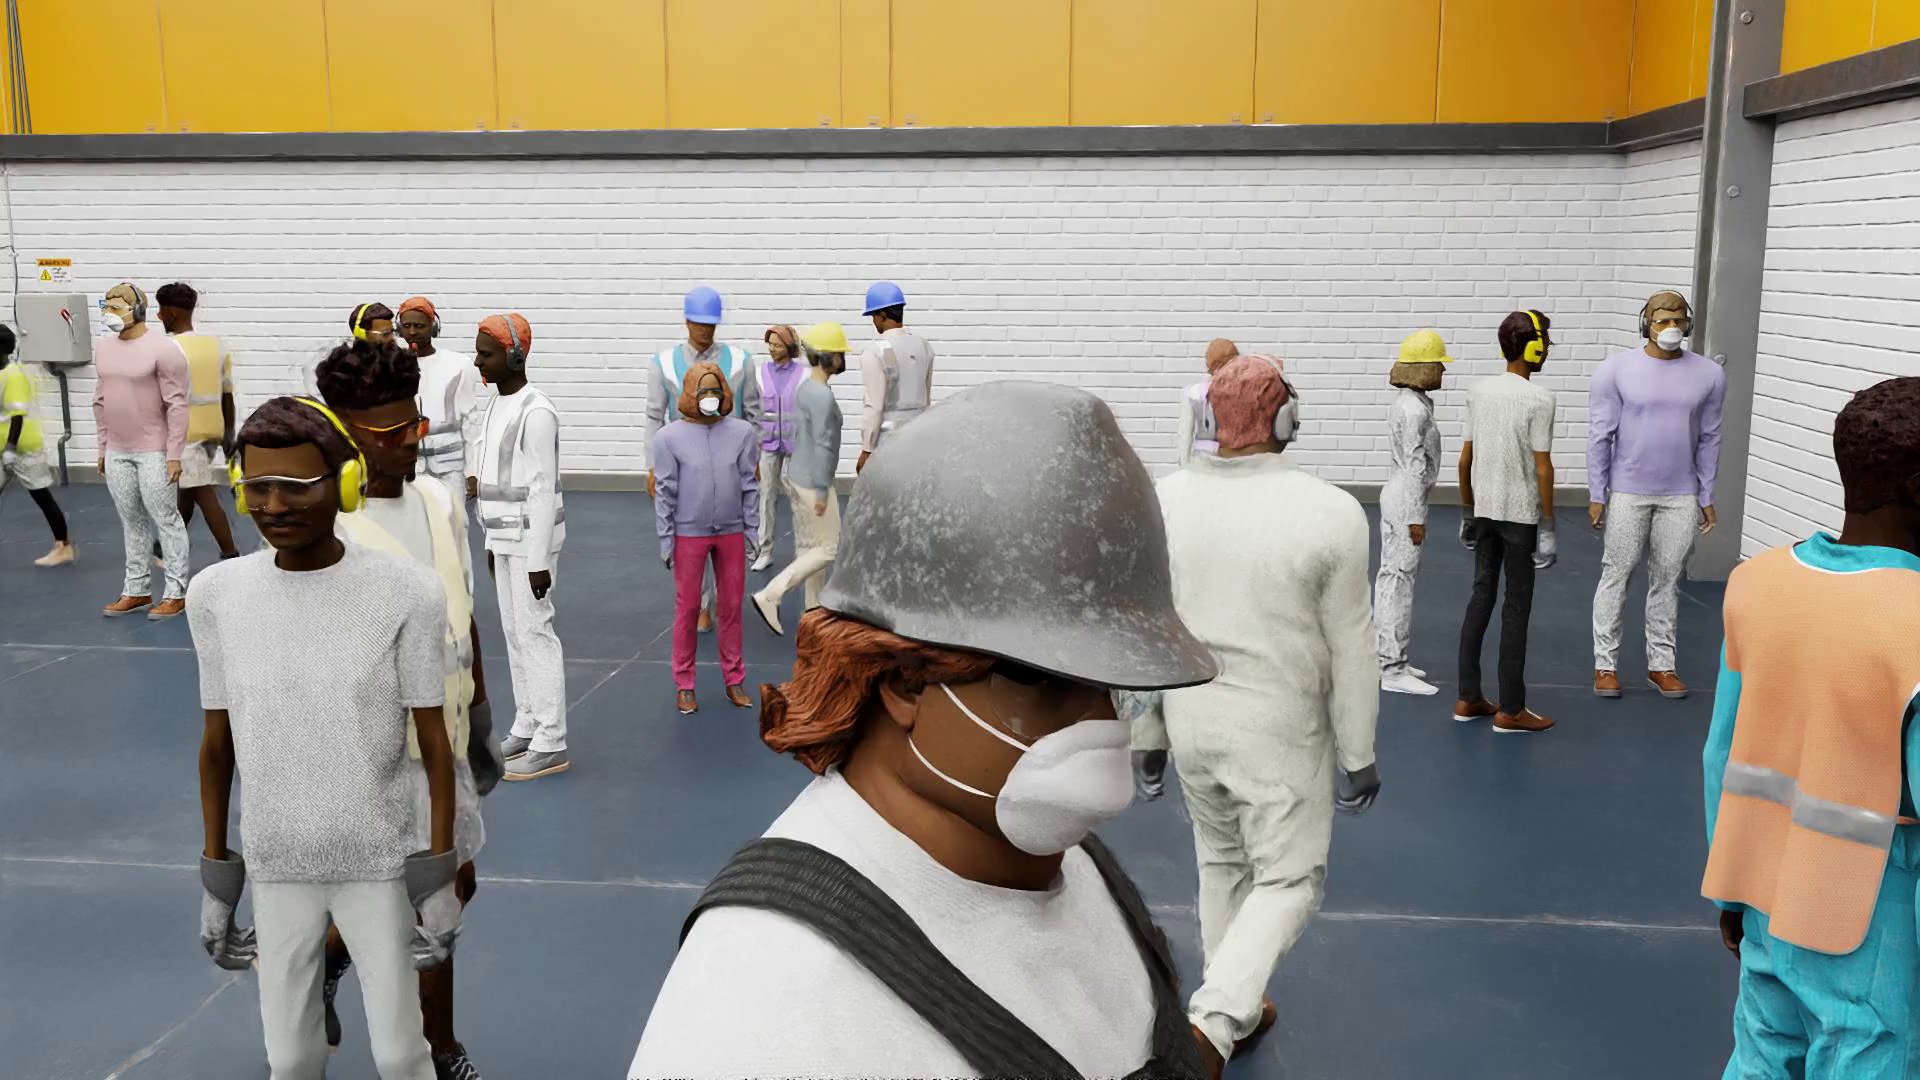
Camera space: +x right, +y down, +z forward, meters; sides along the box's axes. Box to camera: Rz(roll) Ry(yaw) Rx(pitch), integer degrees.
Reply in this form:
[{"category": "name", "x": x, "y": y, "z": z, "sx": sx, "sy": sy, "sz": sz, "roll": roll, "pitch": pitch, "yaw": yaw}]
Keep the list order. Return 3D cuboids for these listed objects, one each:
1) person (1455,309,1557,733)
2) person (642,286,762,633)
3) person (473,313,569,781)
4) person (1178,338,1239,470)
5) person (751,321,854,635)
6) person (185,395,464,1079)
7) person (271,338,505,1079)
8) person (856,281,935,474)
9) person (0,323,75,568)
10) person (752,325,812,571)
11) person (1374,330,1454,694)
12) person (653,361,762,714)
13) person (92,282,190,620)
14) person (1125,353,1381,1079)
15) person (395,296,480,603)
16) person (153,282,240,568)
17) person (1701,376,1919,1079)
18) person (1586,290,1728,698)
[{"category": "person", "x": 2.436, "y": -0.083, "z": 7.382, "sx": 0.310, "sy": 1.868, "sz": 0.533, "roll": -5, "pitch": 11, "yaw": -28}, {"category": "person", "x": -1.409, "y": -0.417, "z": 9.113, "sx": 0.654, "sy": 1.924, "sz": 0.584, "roll": -1, "pitch": 10, "yaw": -7}, {"category": "person", "x": -1.783, "y": 0.027, "z": 6.741, "sx": 0.352, "sy": 1.879, "sz": 0.577, "roll": -6, "pitch": 12, "yaw": -31}, {"category": "person", "x": 1.572, "y": -0.411, "z": 10.032, "sx": 0.514, "sy": 1.597, "sz": 0.861, "roll": 3, "pitch": 10, "yaw": 15}, {"category": "person", "x": -0.831, "y": -0.307, "z": 9.021, "sx": 0.539, "sy": 1.749, "sz": 0.540, "roll": -3, "pitch": 10, "yaw": -18}, {"category": "person", "x": -1.218, "y": 0.647, "z": 3.221, "sx": 0.507, "sy": 1.864, "sz": 0.329, "roll": 0, "pitch": 10, "yaw": -2}, {"category": "person", "x": -1.403, "y": 0.472, "z": 4.011, "sx": 0.751, "sy": 1.926, "sz": 0.616, "roll": 3, "pitch": 10, "yaw": 16}, {"category": "person", "x": -0.403, "y": -0.584, "z": 10.045, "sx": 0.401, "sy": 1.939, "sz": 0.604, "roll": 7, "pitch": 12, "yaw": 36}, {"category": "person", "x": -6.297, "y": -0.596, "z": 10.904, "sx": 0.555, "sy": 1.647, "sz": 0.858, "roll": 8, "pitch": 12, "yaw": 37}, {"category": "person", "x": -1.164, "y": -0.604, "z": 11.027, "sx": 0.515, "sy": 1.636, "sz": 0.315, "roll": 1, "pitch": 10, "yaw": 4}, {"category": "person", "x": 2.195, "y": -0.140, "z": 8.061, "sx": 0.312, "sy": 1.744, "sz": 0.487, "roll": 1, "pitch": 10, "yaw": 8}, {"category": "person", "x": -1.159, "y": -0.012, "z": 7.674, "sx": 0.493, "sy": 1.624, "sz": 0.280, "roll": -5, "pitch": 11, "yaw": -28}, {"category": "person", "x": -4.723, "y": -0.505, "z": 9.592, "sx": 0.627, "sy": 1.941, "sz": 0.371, "roll": 3, "pitch": 10, "yaw": 19}, {"category": "person", "x": 0.690, "y": 0.480, "z": 4.122, "sx": 0.648, "sy": 1.880, "sz": 0.781, "roll": 8, "pitch": 13, "yaw": 38}, {"category": "person", "x": -2.930, "y": -0.396, "z": 9.166, "sx": 0.568, "sy": 1.879, "sz": 0.349, "roll": -1, "pitch": 10, "yaw": -7}, {"category": "person", "x": -5.050, "y": -0.692, "z": 10.720, "sx": 1.021, "sy": 1.910, "sz": 0.621, "roll": 3, "pitch": 10, "yaw": 16}, {"category": "person", "x": 1.525, "y": 0.674, "z": 2.900, "sx": 0.376, "sy": 1.917, "sz": 0.600, "roll": -2, "pitch": 10, "yaw": -12}, {"category": "person", "x": 3.293, "y": -0.210, "z": 7.908, "sx": 0.632, "sy": 1.940, "sz": 0.372, "roll": 0, "pitch": 10, "yaw": 2}]
